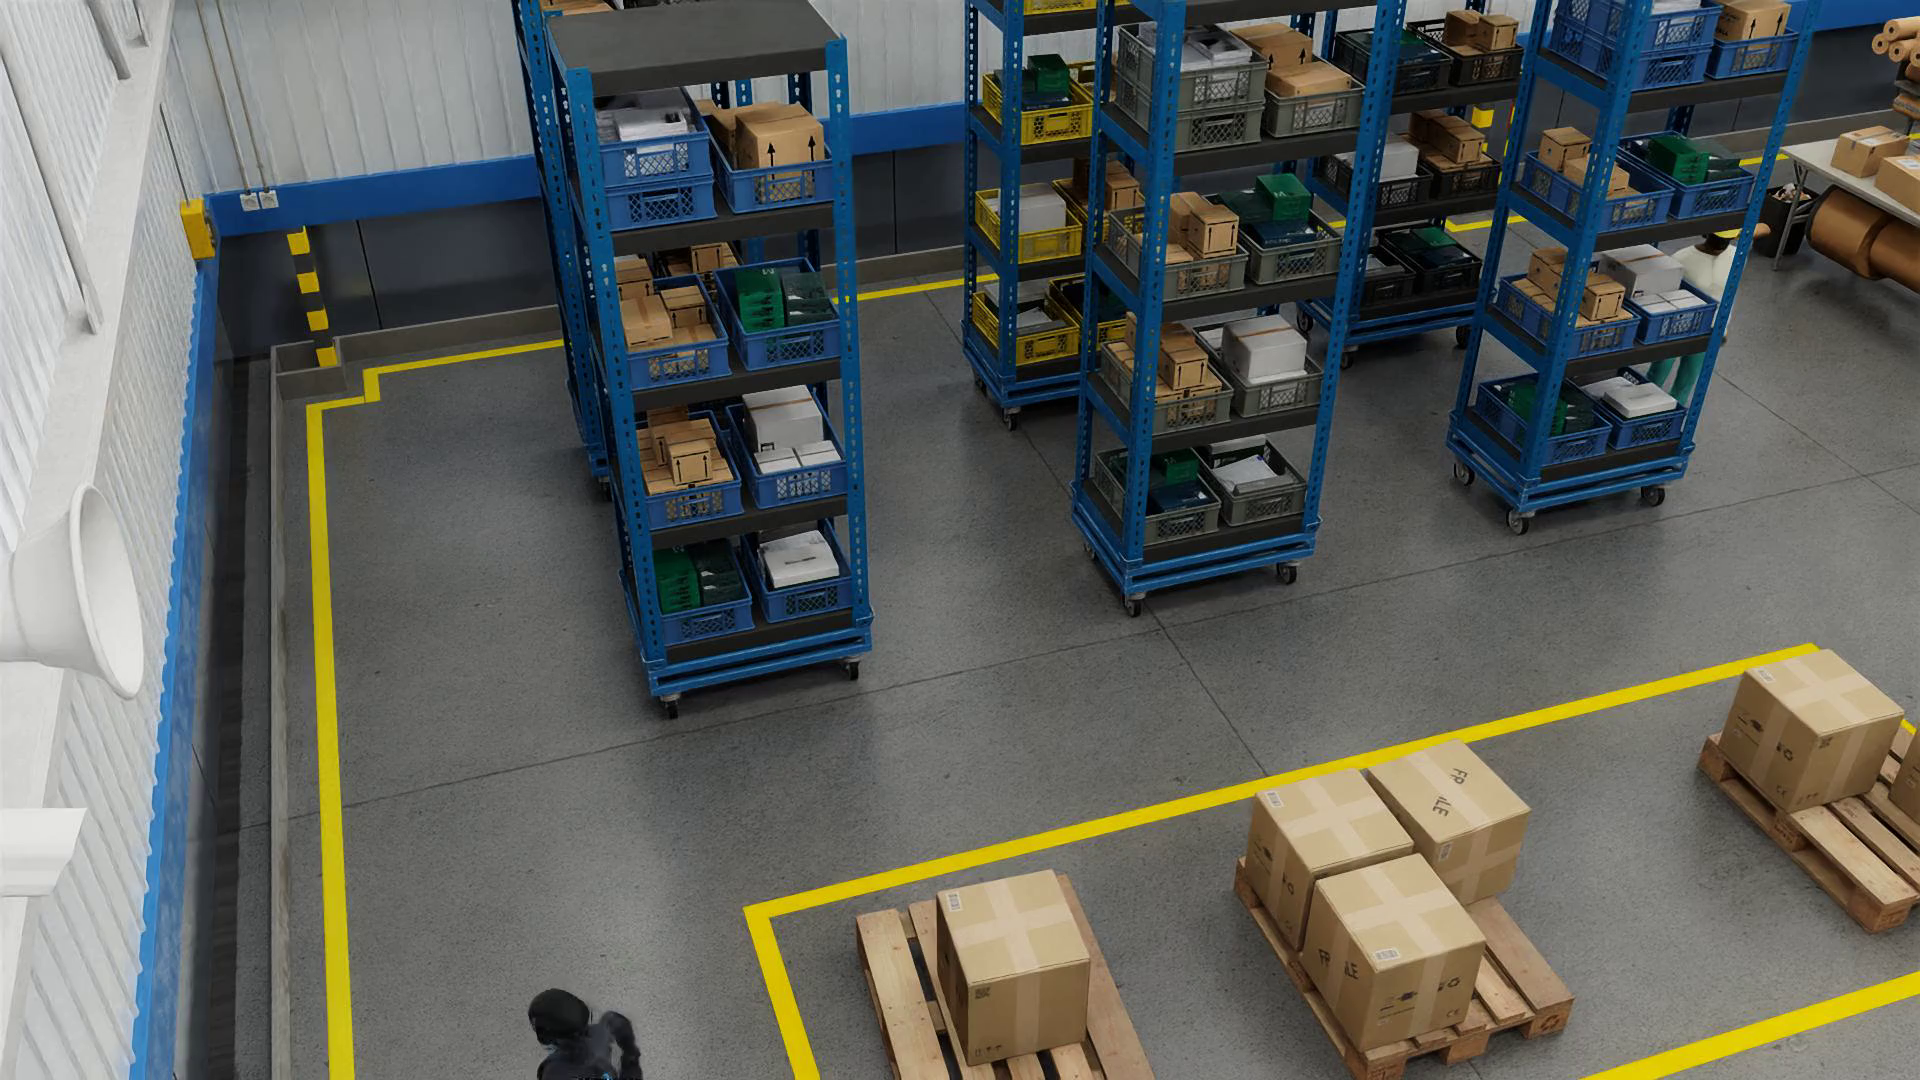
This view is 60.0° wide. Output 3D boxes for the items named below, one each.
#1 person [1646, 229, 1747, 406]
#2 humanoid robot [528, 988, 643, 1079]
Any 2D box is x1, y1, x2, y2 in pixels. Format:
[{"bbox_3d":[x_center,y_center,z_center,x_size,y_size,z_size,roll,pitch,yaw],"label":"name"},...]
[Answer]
[{"bbox_3d":[4.681,-1.336,10.650,0.533,1.767,0.317,-5,36,-8],"label":"person"},{"bbox_3d":[-1.242,2.151,5.814,0.444,1.644,0.610,17,39,22],"label":"humanoid robot"}]
